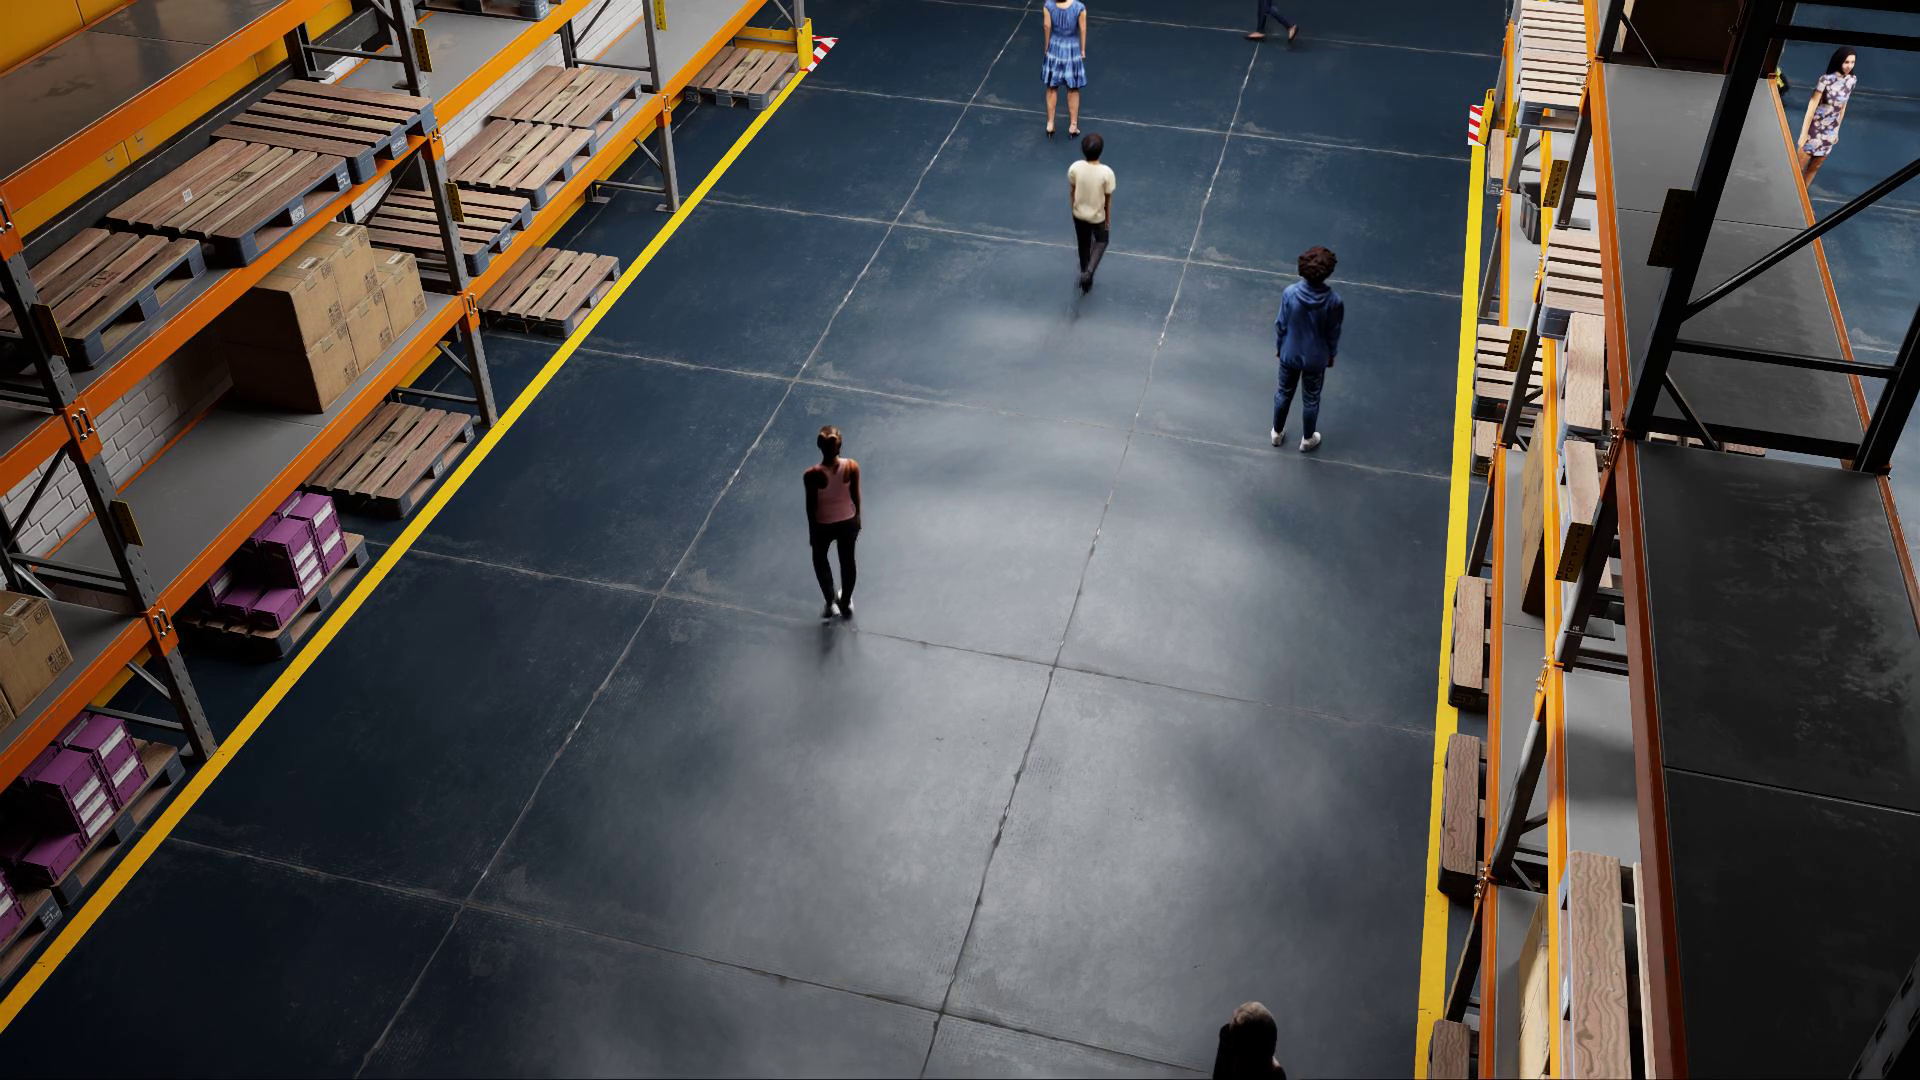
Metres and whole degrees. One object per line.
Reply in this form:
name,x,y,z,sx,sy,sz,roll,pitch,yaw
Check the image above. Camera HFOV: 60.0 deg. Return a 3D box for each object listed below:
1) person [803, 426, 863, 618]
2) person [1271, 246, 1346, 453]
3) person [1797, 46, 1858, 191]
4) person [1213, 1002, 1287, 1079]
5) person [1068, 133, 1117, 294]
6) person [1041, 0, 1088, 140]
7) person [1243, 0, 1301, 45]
person,-0.852,-0.069,11.638,0.706,1.634,0.778,-9,39,-11
person,2.765,-1.523,13.317,0.704,1.811,0.613,15,41,18
person,8.565,-4.068,16.566,0.665,1.732,0.663,-9,39,-11
person,1.438,2.749,7.981,1.151,1.794,1.102,-20,43,-23
person,1.185,-2.954,15.296,0.635,1.576,0.723,14,41,16
person,1.125,-5.209,17.934,0.660,1.808,0.549,9,39,11
person,3.814,-6.758,19.959,0.727,1.703,0.902,16,41,19
